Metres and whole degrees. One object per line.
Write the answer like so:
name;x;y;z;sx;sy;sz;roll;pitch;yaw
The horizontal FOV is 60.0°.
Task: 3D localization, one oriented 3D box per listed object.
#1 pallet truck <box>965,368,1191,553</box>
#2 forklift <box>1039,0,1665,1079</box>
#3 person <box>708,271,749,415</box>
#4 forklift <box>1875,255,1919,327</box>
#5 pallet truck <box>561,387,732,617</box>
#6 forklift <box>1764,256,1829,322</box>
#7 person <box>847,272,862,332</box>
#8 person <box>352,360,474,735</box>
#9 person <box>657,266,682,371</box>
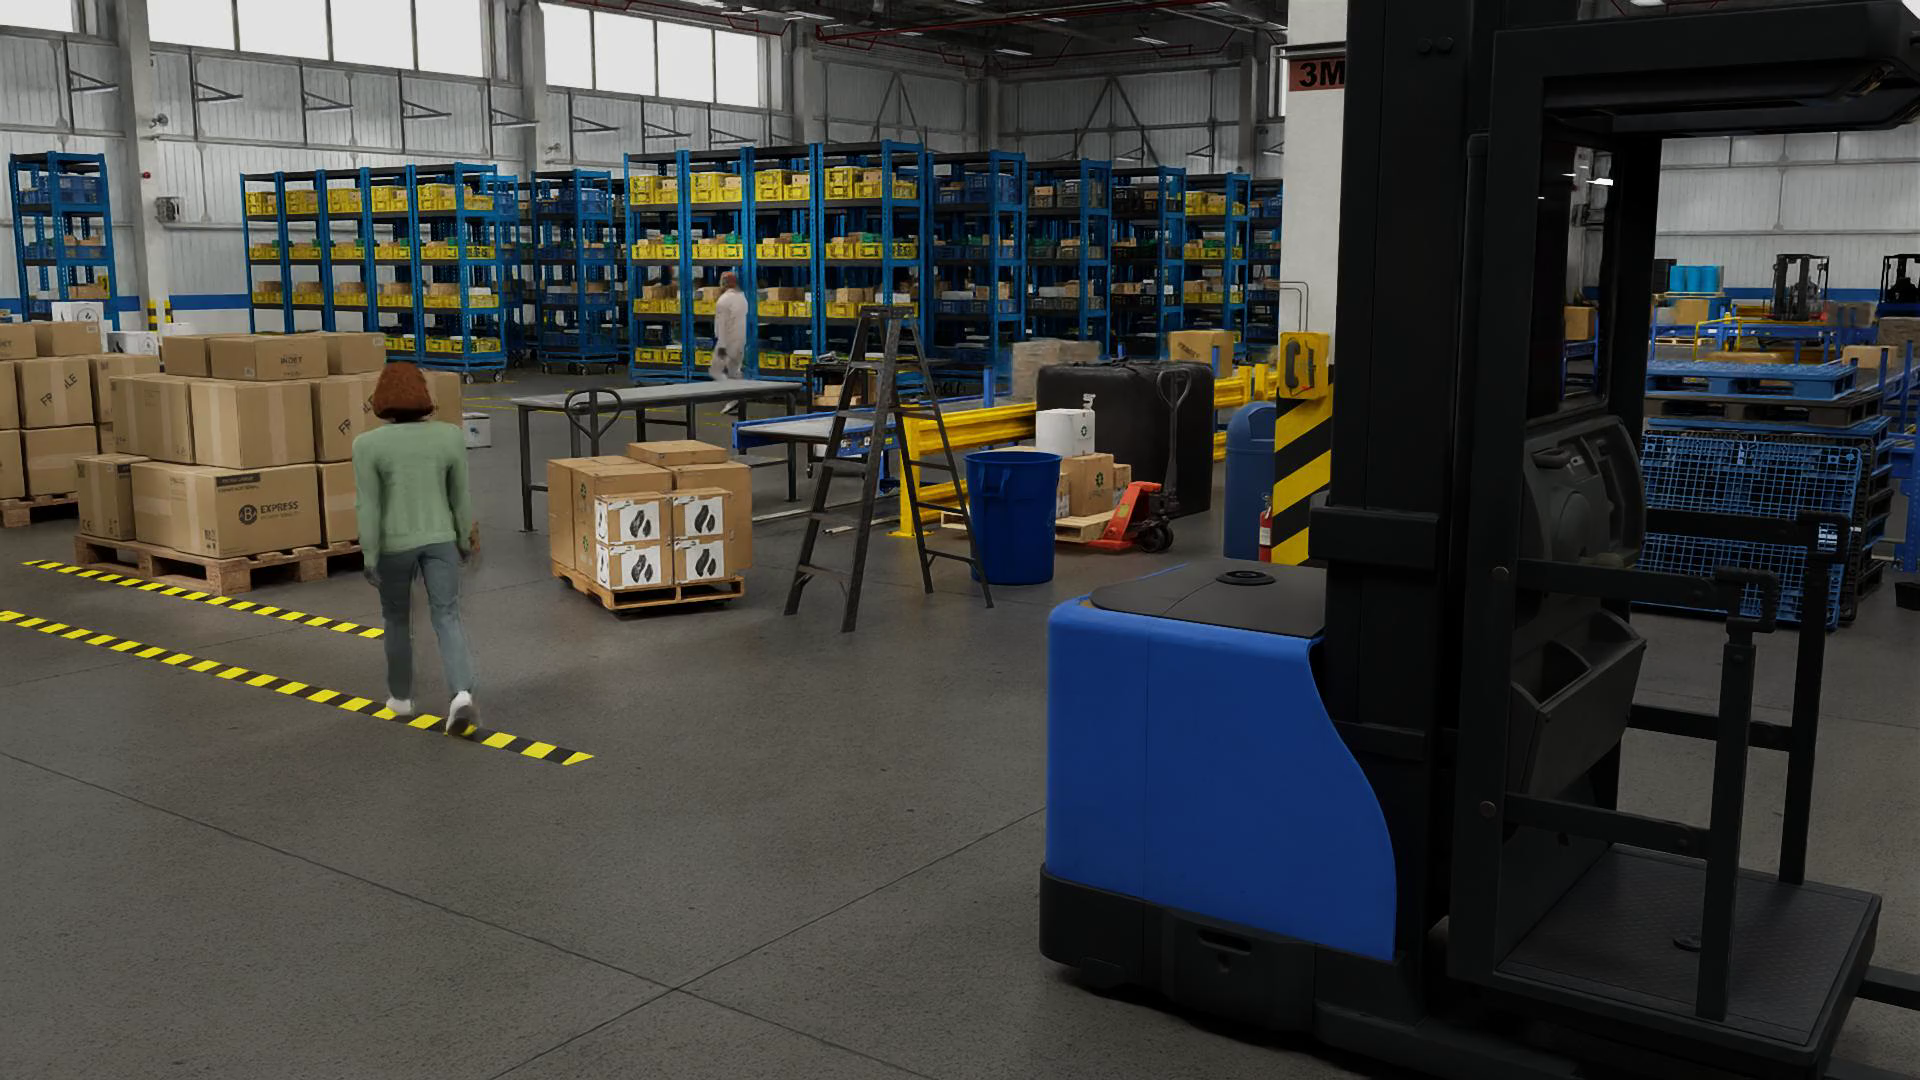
pallet truck;0.845;-0.609;11.869;1.630;1.274;0.653;7;12;35
forklift;1.249;-0.137;4.360;1.873;2.768;1.129;7;12;35
person;-3.034;-2.565;21.764;0.447;1.887;0.665;4;10;21
forklift;22.089;-5.634;38.796;1.157;1.987;2.680;6;11;33
pallet truck;-1.981;-0.274;10.088;0.680;1.201;1.601;-5;11;-28
forklift;20.253;-5.854;40.139;1.157;1.987;2.680;7;12;35
person;-1.989;-4.403;33.007;0.570;1.791;0.948;6;11;30
person;-2.332;0.028;7.172;0.503;1.605;0.801;-6;11;-31
person;-5.289;-4.090;30.629;0.803;1.962;0.641;-4;10;-23
